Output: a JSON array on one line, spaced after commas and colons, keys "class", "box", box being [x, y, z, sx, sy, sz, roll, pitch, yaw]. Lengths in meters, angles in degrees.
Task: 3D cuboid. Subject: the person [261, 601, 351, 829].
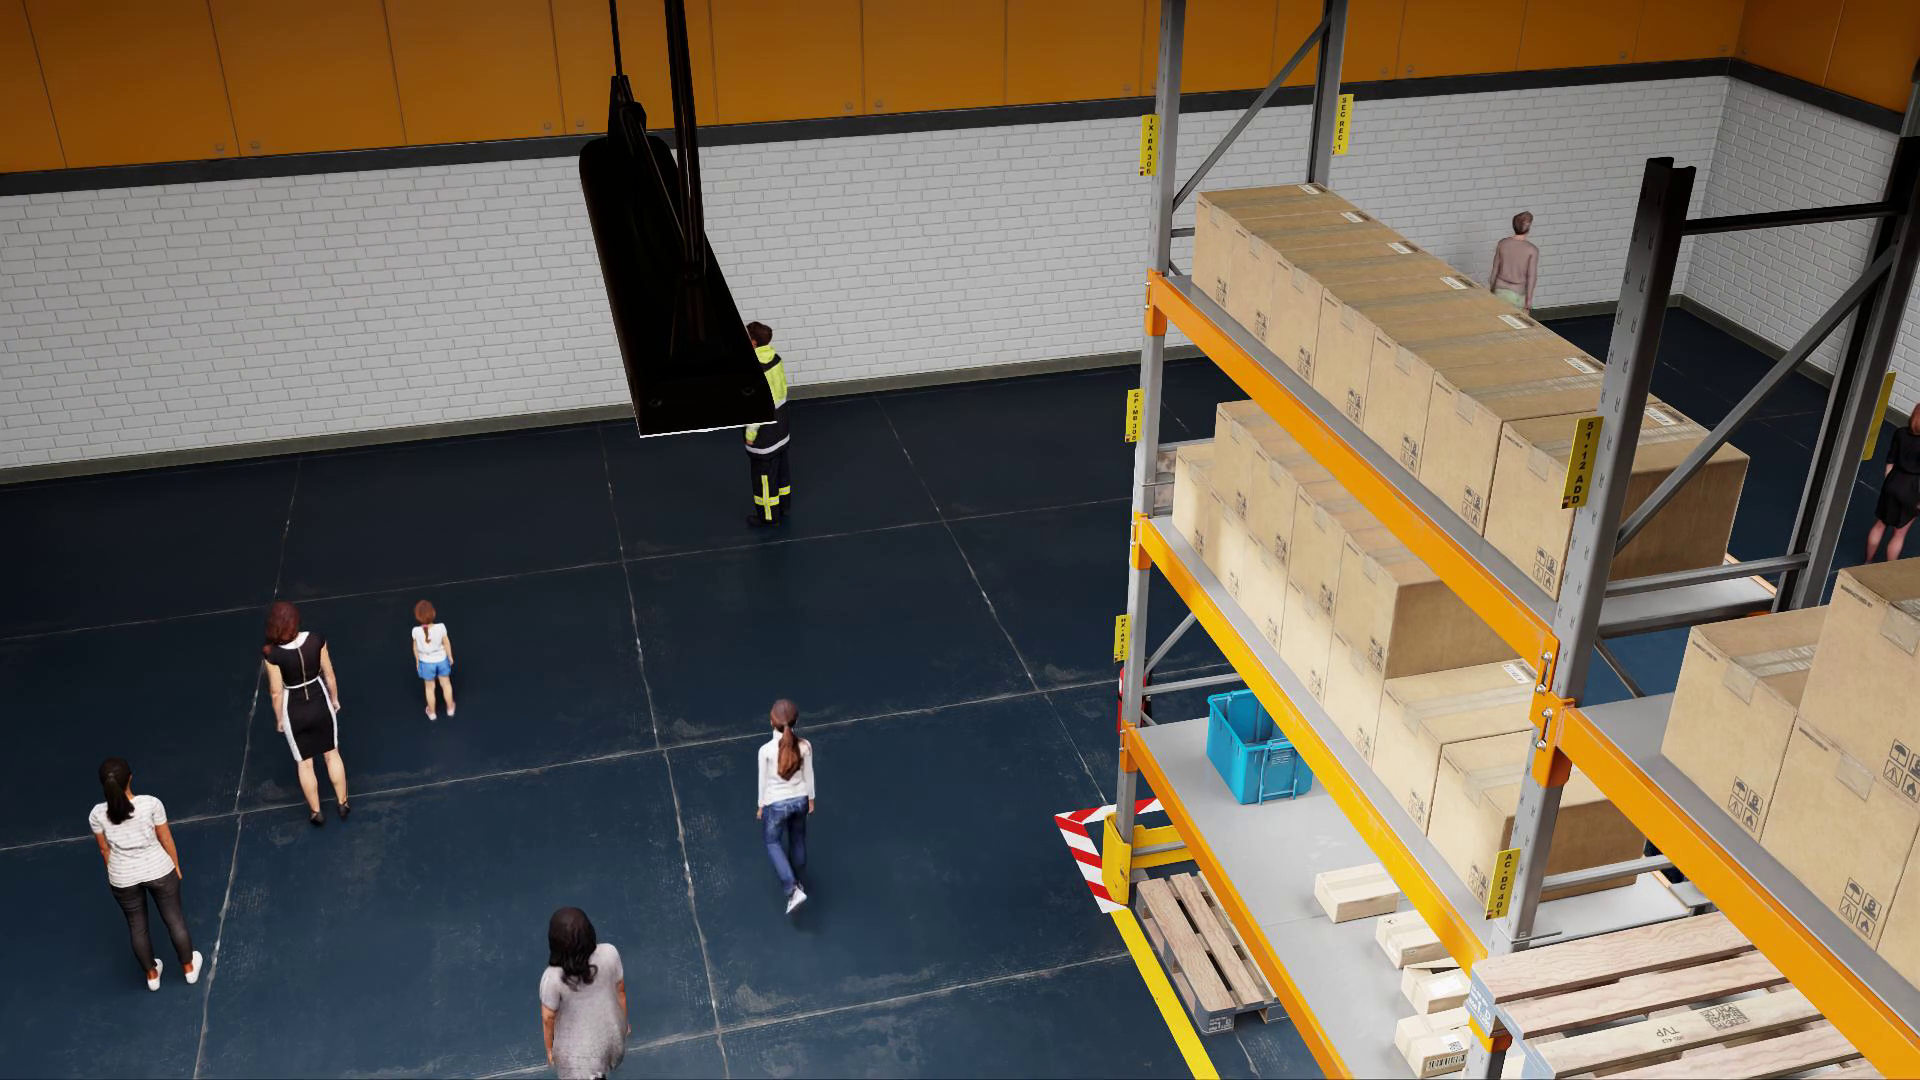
[{"class": "person", "box": [-4.457, 1.196, 11.350, 0.657, 1.796, 0.641, -17, 33, -28]}]

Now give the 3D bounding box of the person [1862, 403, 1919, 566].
[{"class": "person", "box": [8.147, -0.410, 14.390, 0.658, 1.704, 0.452, -9, 30, -16]}]

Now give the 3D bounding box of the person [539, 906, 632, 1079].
[{"class": "person", "box": [-1.962, 2.667, 8.869, 0.898, 1.588, 1.102, -23, 36, -36]}]

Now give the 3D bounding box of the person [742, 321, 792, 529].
[{"class": "person", "box": [-1.794, -1.076, 15.320, 0.930, 1.983, 0.818, 10, 30, 17]}]

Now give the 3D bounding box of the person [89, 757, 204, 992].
[{"class": "person", "box": [-4.924, 2.010, 10.017, 0.574, 1.644, 0.532, -11, 30, -19]}]

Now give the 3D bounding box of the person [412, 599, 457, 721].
[{"class": "person", "box": [-4.023, 0.906, 12.691, 0.433, 1.020, 0.443, -10, 30, -18]}]

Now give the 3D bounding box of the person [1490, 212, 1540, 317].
[{"class": "person", "box": [6.053, -2.673, 18.376, 0.902, 1.859, 0.957, 18, 33, 30]}]

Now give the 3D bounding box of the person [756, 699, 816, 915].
[{"class": "person", "box": [-1.097, 1.729, 10.637, 0.606, 1.542, 0.873, -11, 31, -20]}]
